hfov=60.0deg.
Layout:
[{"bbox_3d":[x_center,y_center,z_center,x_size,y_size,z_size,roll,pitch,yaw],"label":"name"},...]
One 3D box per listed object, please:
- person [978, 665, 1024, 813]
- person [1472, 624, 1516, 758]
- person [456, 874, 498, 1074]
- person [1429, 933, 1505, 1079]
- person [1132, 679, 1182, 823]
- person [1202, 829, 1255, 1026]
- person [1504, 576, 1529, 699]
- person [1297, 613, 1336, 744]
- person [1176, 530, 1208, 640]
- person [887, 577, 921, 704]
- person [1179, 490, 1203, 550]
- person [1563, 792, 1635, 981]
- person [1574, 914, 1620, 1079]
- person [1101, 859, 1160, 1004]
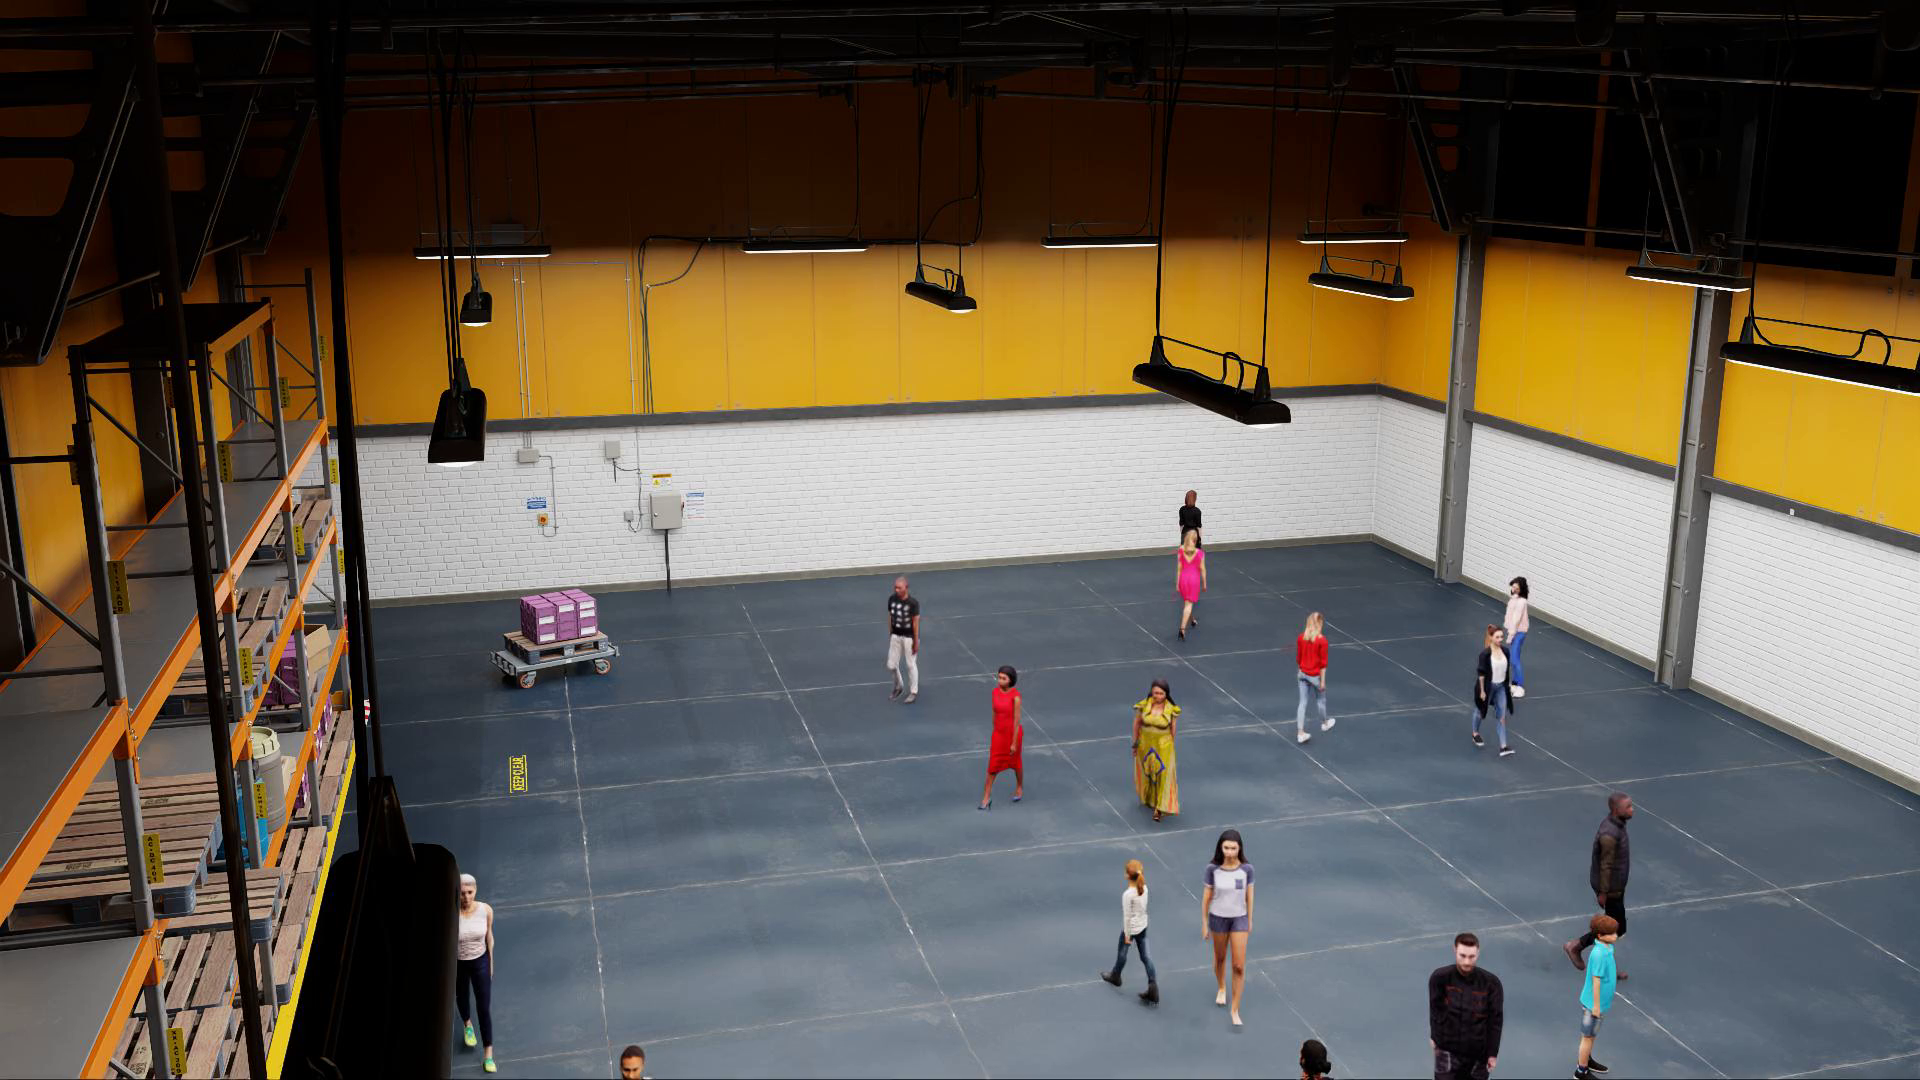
[{"bbox_3d":[0.602,2.280,19.248,1.078,1.703,1.127,8,16,31],"label":"person"},{"bbox_3d":[6.667,1.883,21.035,0.652,1.634,1.082,-3,14,-13],"label":"person"},{"bbox_3d":[-4.150,3.579,13.993,0.723,1.652,1.210,-6,15,-22],"label":"person"},{"bbox_3d":[3.801,3.826,12.539,1.124,1.856,1.349,4,14,15],"label":"person"},{"bbox_3d":[2.239,2.363,19.109,1.092,1.606,1.340,3,14,12],"label":"person"},{"bbox_3d":[2.385,3.355,14.800,0.810,1.707,0.984,2,14,8],"label":"person"},{"bbox_3d":[7.790,1.302,23.221,0.892,1.734,0.772,9,17,34],"label":"person"},{"bbox_3d":[4.464,1.790,21.334,1.063,1.672,1.046,11,18,39],"label":"person"},{"bbox_3d":[3.534,0.717,25.754,1.018,1.678,1.105,7,15,27],"label":"person"},{"bbox_3d":[-0.703,1.349,22.913,0.797,1.788,0.851,7,15,25],"label":"person"},{"bbox_3d":[3.985,-0.027,28.768,0.625,1.706,0.715,10,17,36],"label":"person"},{"bbox_3d":[5.905,3.171,15.308,0.991,1.824,0.933,7,15,27],"label":"person"},{"bbox_3d":[5.243,3.753,13.703,0.648,1.449,0.590,8,16,29],"label":"person"},{"bbox_3d":[1.635,3.537,14.955,0.692,1.281,0.958,-11,17,-38],"label":"person"}]
